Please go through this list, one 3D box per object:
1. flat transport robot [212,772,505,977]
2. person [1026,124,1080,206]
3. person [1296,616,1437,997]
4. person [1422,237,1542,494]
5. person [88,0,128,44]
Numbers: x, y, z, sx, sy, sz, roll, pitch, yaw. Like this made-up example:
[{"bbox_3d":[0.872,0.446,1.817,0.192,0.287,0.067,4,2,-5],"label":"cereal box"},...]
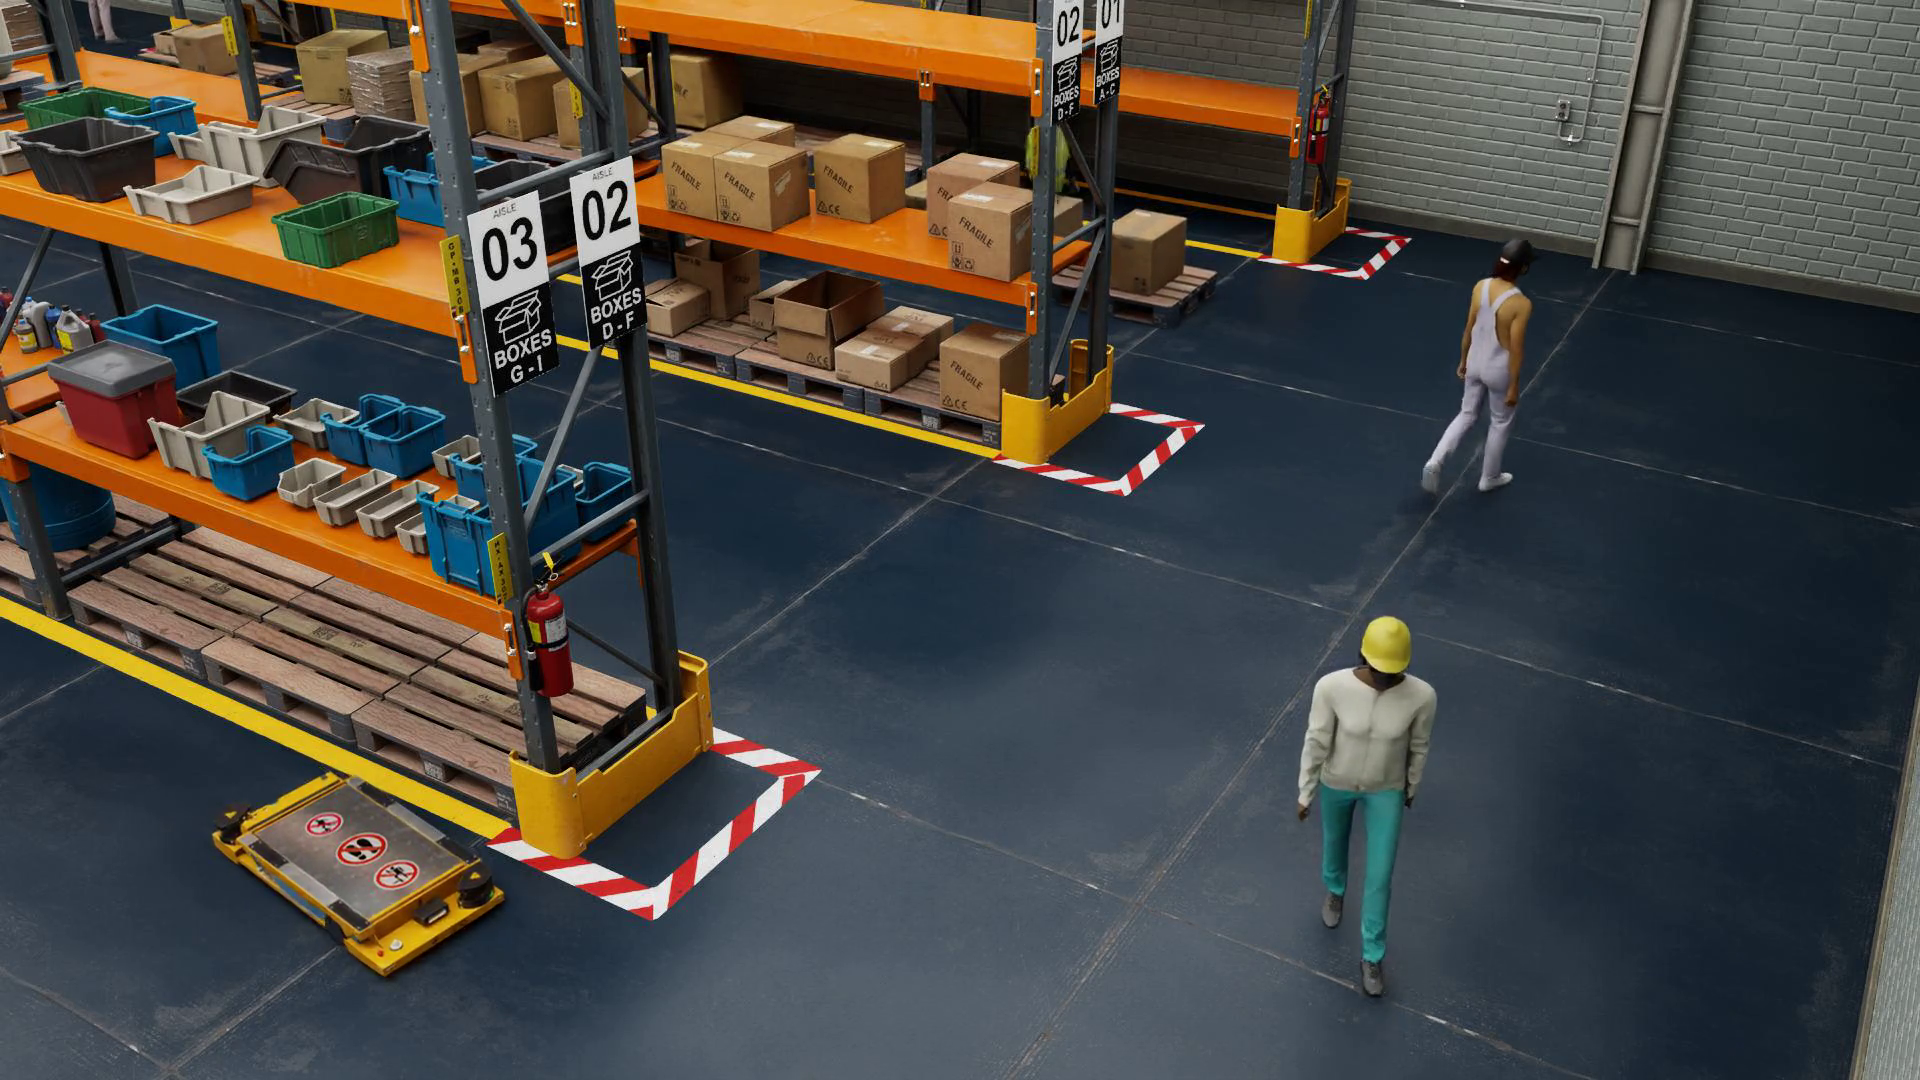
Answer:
[{"bbox_3d":[-2.878,1.524,7.899,1.431,0.231,0.659,22,36,34],"label":"flat transport robot"},{"bbox_3d":[0.865,-3.107,14.772,0.837,1.655,0.544,16,33,26],"label":"person"},{"bbox_3d":[1.722,1.106,7.149,0.538,1.733,0.825,6,30,11],"label":"person"},{"bbox_3d":[3.495,-1.127,11.040,0.734,1.836,0.523,-19,35,-31],"label":"person"},{"bbox_3d":[-12.068,-7.859,23.128,0.563,1.842,0.403,17,33,27],"label":"person"}]
